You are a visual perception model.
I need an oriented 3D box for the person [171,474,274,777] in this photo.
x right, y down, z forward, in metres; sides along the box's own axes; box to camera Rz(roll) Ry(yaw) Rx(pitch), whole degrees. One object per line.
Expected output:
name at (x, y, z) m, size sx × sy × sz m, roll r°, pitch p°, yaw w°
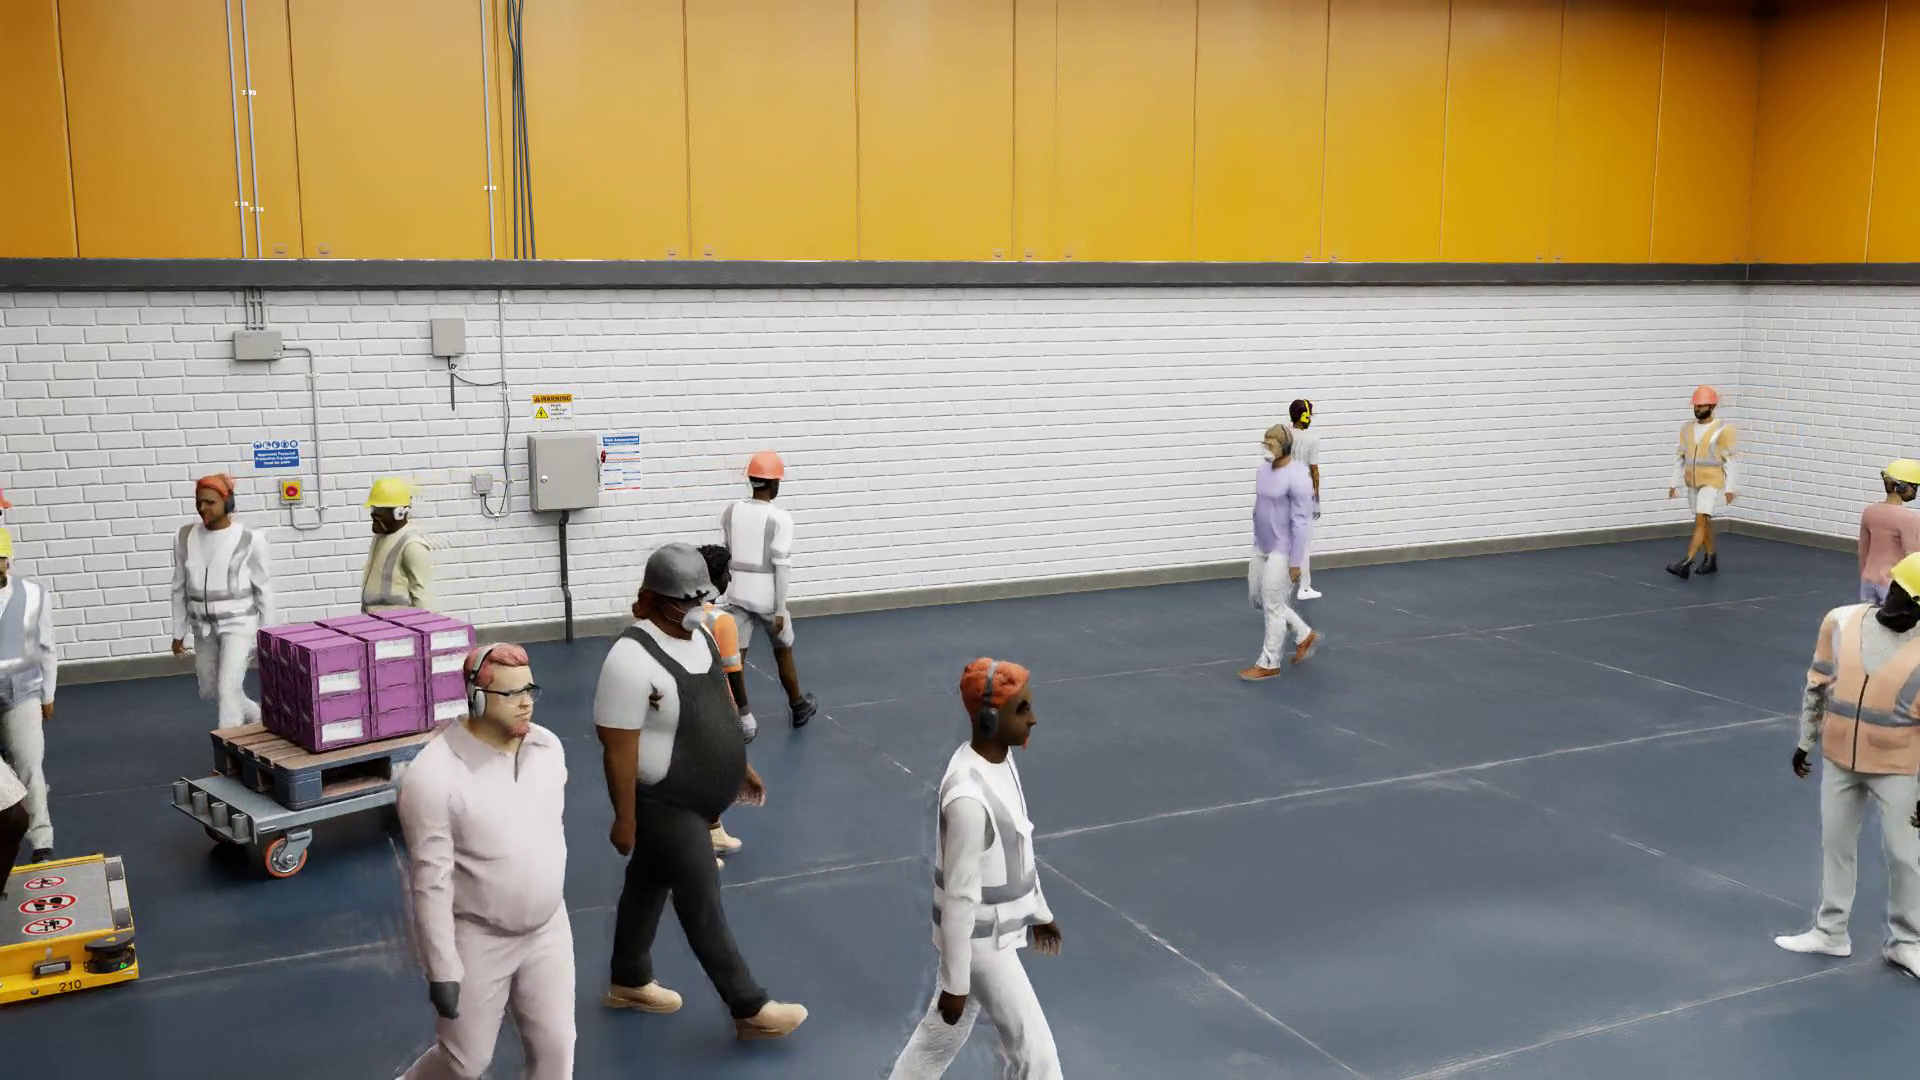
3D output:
person at (-4.361, 0.518, 9.925) m, size 0.582 × 1.862 × 0.802 m, roll 2°, pitch 9°, yaw 10°

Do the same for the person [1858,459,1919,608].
person at (6.400, 0.323, 11.439) m, size 0.327 × 1.761 × 0.522 m, roll -2°, pitch 9°, yaw -10°

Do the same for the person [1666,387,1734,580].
person at (7.313, -0.566, 16.506) m, size 0.966 × 1.893 × 0.564 m, roll -5°, pitch 11°, yaw -29°

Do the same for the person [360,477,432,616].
person at (-3.418, 0.490, 10.267) m, size 0.886 × 1.800 × 0.595 m, roll -7°, pitch 11°, yaw -37°

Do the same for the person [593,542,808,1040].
person at (-1.023, 0.962, 6.597) m, size 1.003 × 2.000 × 0.690 m, roll 2°, pitch 9°, yaw 12°

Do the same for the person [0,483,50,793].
person at (-5.637, 0.589, 9.240) m, size 0.846 × 1.945 × 0.614 m, roll -8°, pitch 12°, yaw -40°

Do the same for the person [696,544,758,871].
person at (-1.222, 0.854, 8.402) m, size 0.586 × 1.678 × 0.539 m, roll -6°, pitch 11°, yaw -32°

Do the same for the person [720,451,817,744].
person at (-1.283, 0.364, 10.794) m, size 0.556 × 1.879 × 0.975 m, roll 4°, pitch 10°, yaw 22°

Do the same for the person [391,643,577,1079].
person at (-1.529, 1.241, 5.355) m, size 0.817 × 1.883 × 0.635 m, roll 7°, pitch 11°, yaw 36°

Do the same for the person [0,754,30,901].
person at (-4.314, 0.913, 7.186) m, size 0.536 × 1.946 × 0.619 m, roll 1°, pitch 9°, yaw 5°

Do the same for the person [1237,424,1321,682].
person at (2.399, 0.092, 12.356) m, size 0.635 × 1.927 × 0.644 m, roll -3°, pitch 10°, yaw -19°

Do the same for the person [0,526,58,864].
person at (-4.912, 0.792, 8.470) m, size 0.594 × 1.784 × 0.945 m, roll -6°, pitch 11°, yaw -33°

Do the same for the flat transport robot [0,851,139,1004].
flat transport robot at (-4.107, 1.702, 7.483) m, size 0.652 × 0.197 × 1.431 m, roll -5°, pitch 10°, yaw -29°

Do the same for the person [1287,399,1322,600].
person at (3.127, -0.380, 15.480) m, size 0.519 × 1.865 × 0.335 m, roll 8°, pitch 12°, yaw 41°

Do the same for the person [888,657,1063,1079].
person at (0.076, 1.271, 5.332) m, size 0.986 × 1.841 × 0.575 m, roll 1°, pitch 9°, yaw 5°

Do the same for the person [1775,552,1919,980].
person at (3.925, 0.955, 7.172) m, size 0.370 × 1.878 × 0.683 m, roll -7°, pitch 11°, yaw -35°
